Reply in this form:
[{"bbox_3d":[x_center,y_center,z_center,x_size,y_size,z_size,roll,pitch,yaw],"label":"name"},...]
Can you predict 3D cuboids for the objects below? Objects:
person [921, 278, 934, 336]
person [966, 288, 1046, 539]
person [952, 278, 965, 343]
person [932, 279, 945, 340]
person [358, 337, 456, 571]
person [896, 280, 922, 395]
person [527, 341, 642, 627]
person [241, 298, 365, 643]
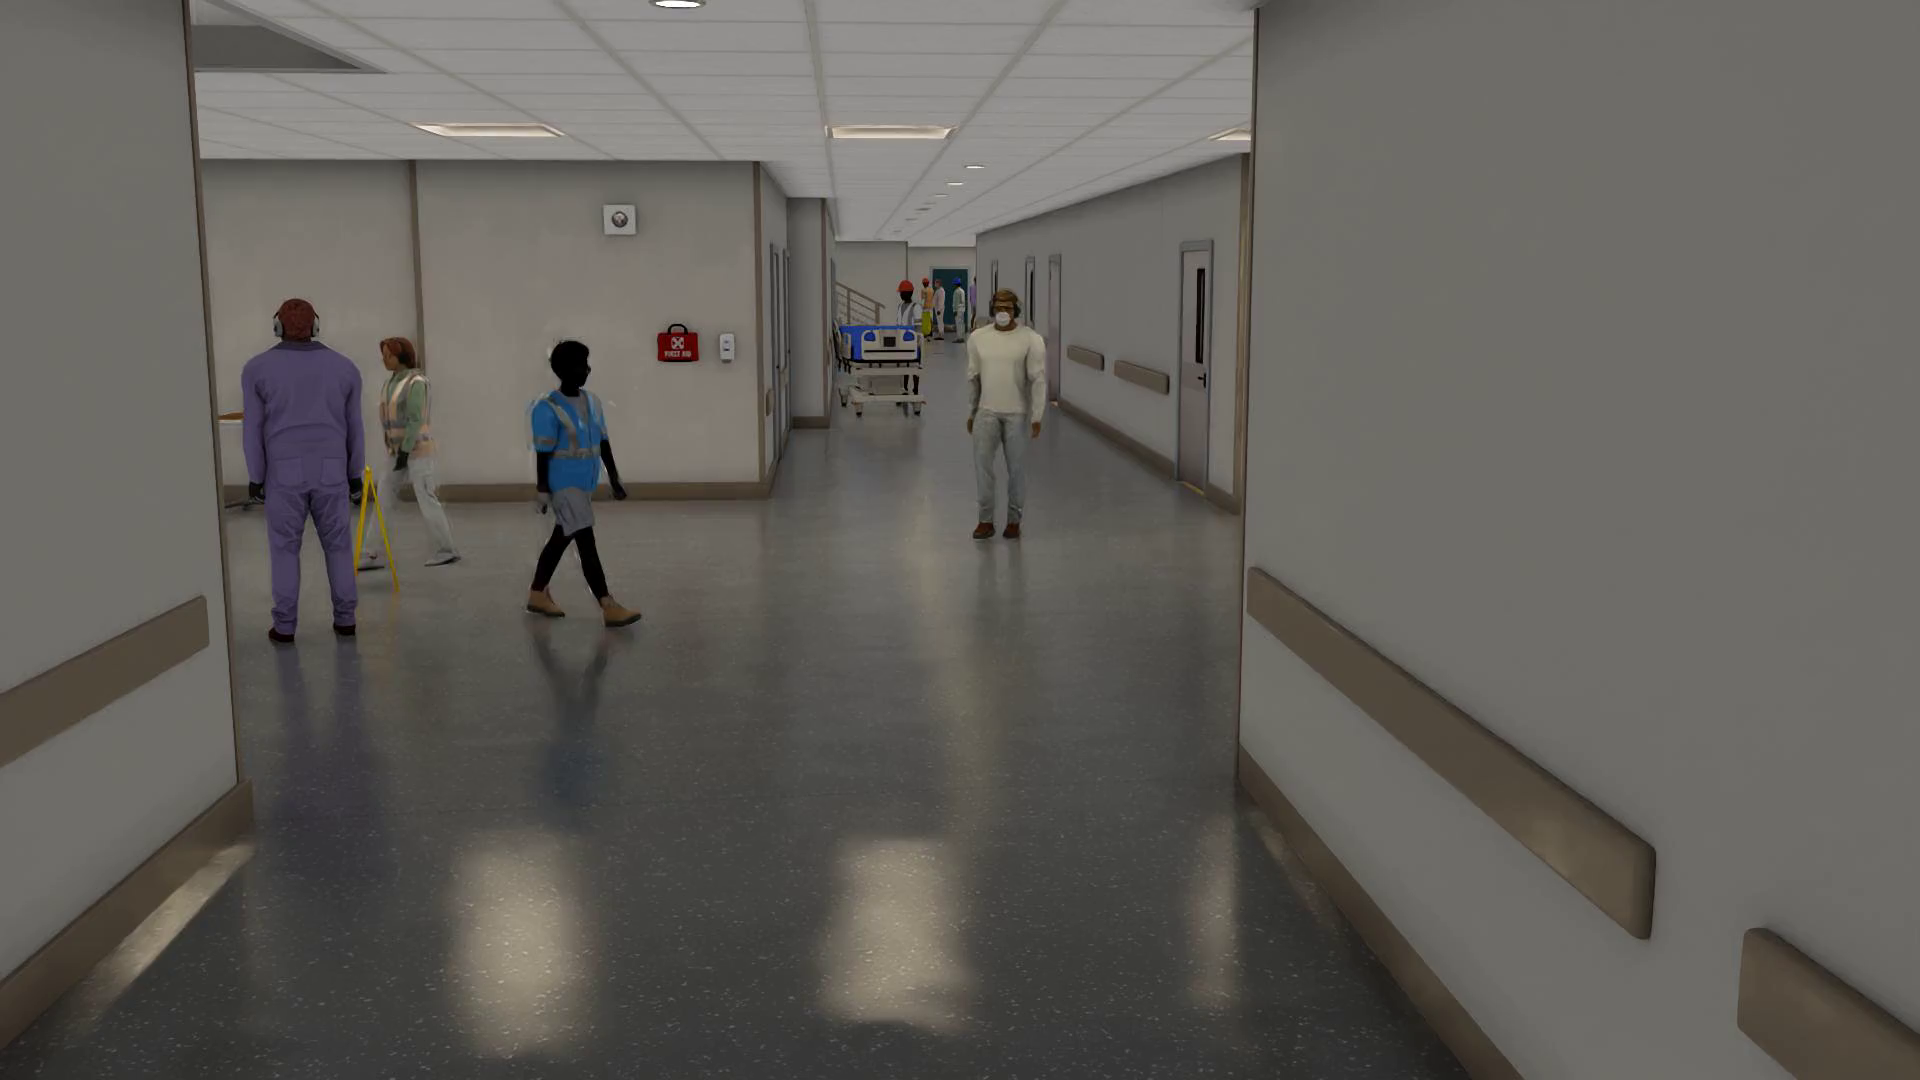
[{"bbox_3d":[-1.106,-7.678,54.915,0.543,1.928,0.372,-9,13,-44],"label":"person"},{"bbox_3d":[0.309,-0.942,12.645,0.656,1.917,0.708,3,9,17],"label":"person"},{"bbox_3d":[-0.049,-6.859,49.722,0.402,1.943,0.608,3,10,18],"label":"person"},{"bbox_3d":[-0.671,-7.194,51.954,0.401,1.904,0.651,0,9,1],"label":"person"},{"bbox_3d":[-3.847,-0.590,11.440,0.518,1.602,0.745,7,12,39],"label":"person"},{"bbox_3d":[-0.854,-3.206,26.812,0.361,1.938,0.545,-9,13,-44],"label":"person"},{"bbox_3d":[-2.232,-0.326,9.640,0.878,1.648,0.537,4,10,22],"label":"person"},{"bbox_3d":[-3.651,-0.390,9.276,0.644,1.899,0.397,-6,11,-34],"label":"person"}]
